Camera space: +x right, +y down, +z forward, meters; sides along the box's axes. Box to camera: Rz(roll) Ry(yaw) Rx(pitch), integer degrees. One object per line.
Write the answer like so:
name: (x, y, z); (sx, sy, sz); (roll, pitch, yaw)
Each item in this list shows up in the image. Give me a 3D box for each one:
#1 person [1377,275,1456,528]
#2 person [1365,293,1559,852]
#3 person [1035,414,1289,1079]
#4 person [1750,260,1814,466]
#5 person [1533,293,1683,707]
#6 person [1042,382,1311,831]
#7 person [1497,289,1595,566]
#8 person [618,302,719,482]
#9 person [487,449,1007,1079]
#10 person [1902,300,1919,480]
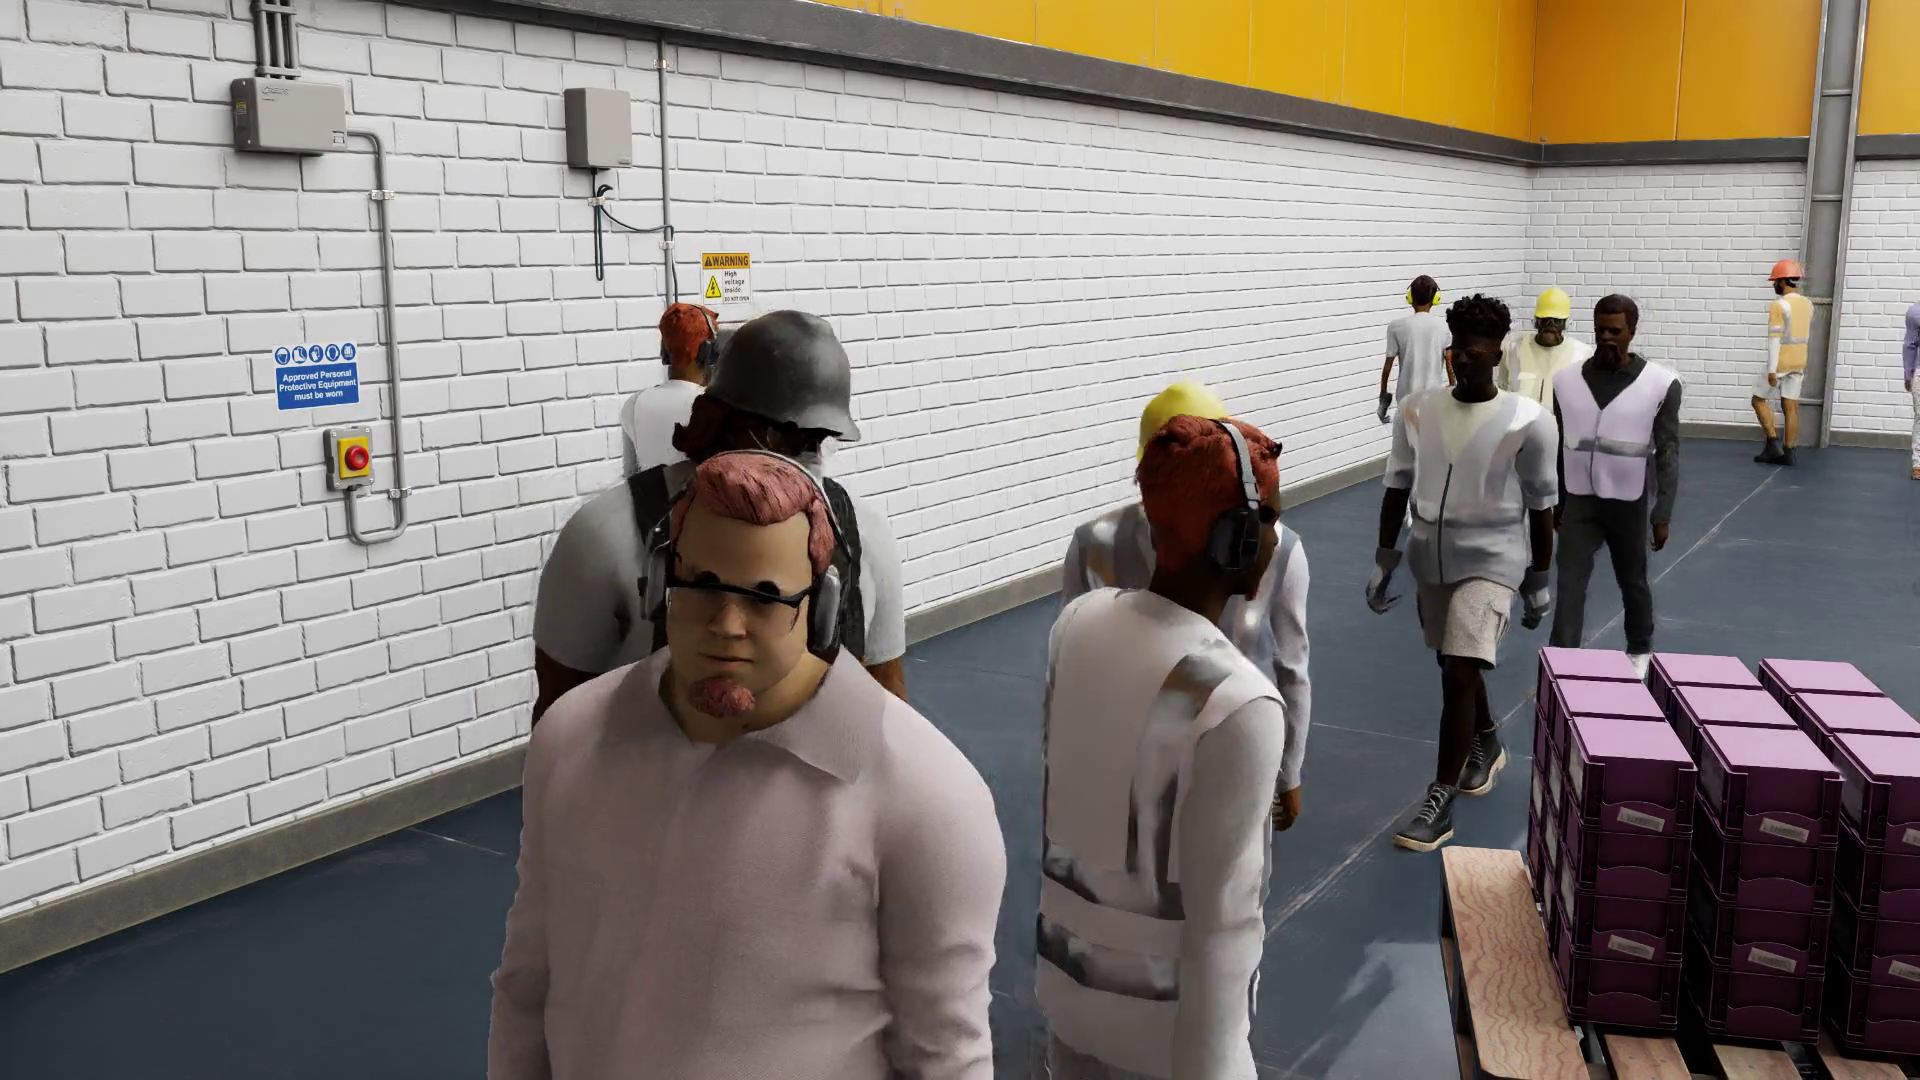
person: (3.392, -1.035, 12.358); (0.579, 1.838, 0.718); (2, 10, 11)
person: (1.842, 0.073, 5.997); (0.995, 1.927, 0.600); (-10, 14, -44)
person: (0.229, 0.732, 2.575); (0.823, 1.860, 0.583); (-6, 12, -28)
person: (7.681, -1.643, 15.531); (0.551, 1.917, 0.438); (-4, 11, -23)
person: (3.022, -0.201, 7.676); (0.607, 1.874, 0.997); (9, 13, 40)
person: (0.504, 0.517, 3.938); (0.605, 1.777, 0.944); (3, 11, 18)
person: (3.550, -0.617, 10.142); (0.624, 1.796, 0.820); (4, 11, 22)
person: (-0.958, 0.091, 6.011); (0.595, 1.883, 0.363); (7, 12, 35)
person: (-0.263, 0.807, 2.067); (0.650, 1.875, 0.837); (5, 11, 26)
person: (8.745, -1.495, 14.802); (0.639, 1.893, 0.923); (9, 14, 42)
